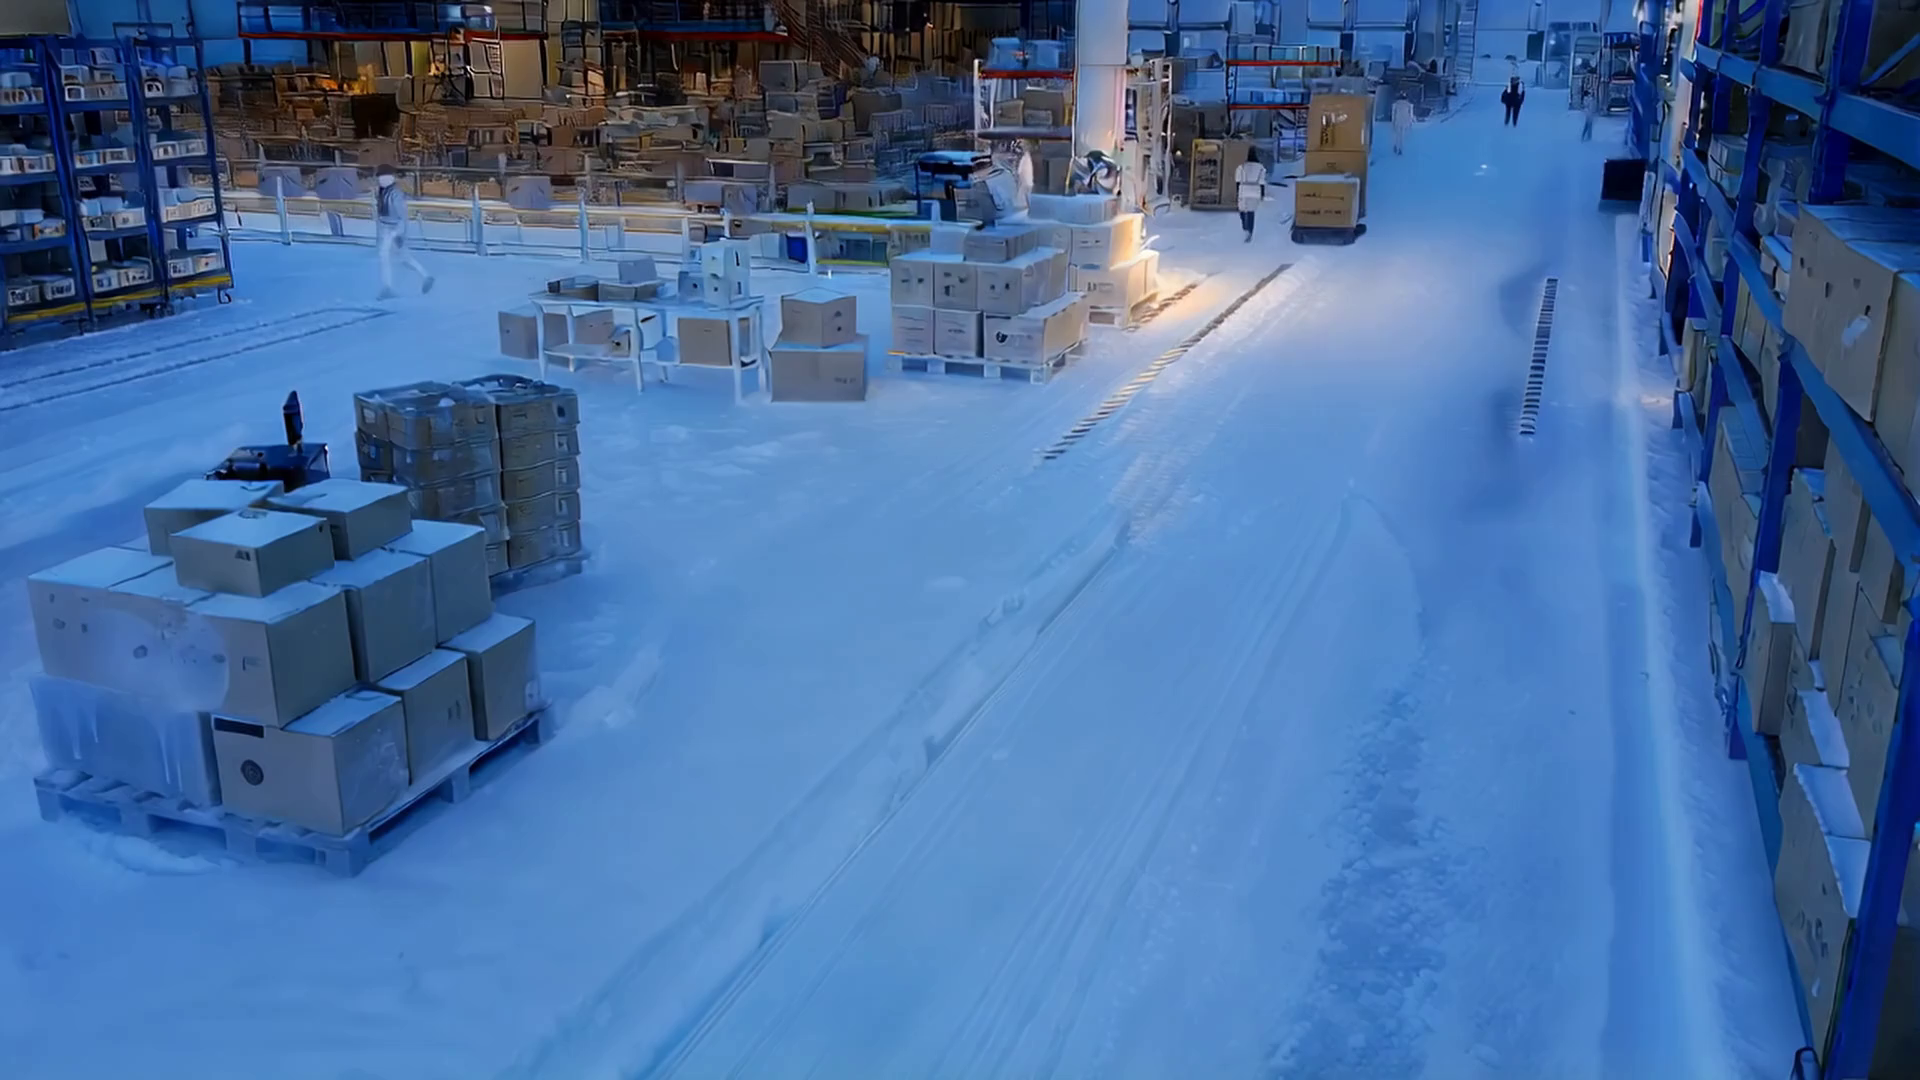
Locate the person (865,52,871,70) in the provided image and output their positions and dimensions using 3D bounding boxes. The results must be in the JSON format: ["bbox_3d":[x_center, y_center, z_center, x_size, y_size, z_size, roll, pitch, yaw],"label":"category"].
[{"bbox_3d":[-4.806,-24.545,86.918,0.401,1.869,0.598,-3,18,-8],"label":"person"}]

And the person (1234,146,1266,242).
[{"bbox_3d":[5.064,-6.003,28.954,0.537,1.675,0.577,-2,18,-7],"label":"person"}]

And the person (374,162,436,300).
[{"bbox_3d":[-7.889,-4.361,23.427,0.600,1.922,0.816,12,21,33],"label":"person"}]

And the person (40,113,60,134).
[{"bbox_3d":[-22.432,-10.101,41.251,0.389,2.045,0.606,6,19,17],"label":"person"}]

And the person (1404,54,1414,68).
[{"bbox_3d":[21.514,-22.272,79.665,0.372,1.940,0.632,-10,20,-28],"label":"person"}]

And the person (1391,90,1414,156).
[{"bbox_3d":[12.393,-11.694,46.636,0.599,1.811,0.629,4,18,12],"label":"person"}]

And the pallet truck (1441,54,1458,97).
[{"bbox_3d":[22.765,-21.886,78.355,0.823,1.965,1.885,-4,18,-14],"label":"pallet truck"}]

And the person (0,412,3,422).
[{"bbox_3d":[-9.746,-2.022,16.239,0.547,1.813,0.590,4,18,12],"label":"person"}]

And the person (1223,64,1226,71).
[{"bbox_3d":[10.656,-18.124,66.692,0.485,1.901,0.600,-5,18,-16],"label":"person"}]

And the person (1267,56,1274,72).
[{"bbox_3d":[17.096,-26.043,91.501,0.449,1.945,0.649,4,18,14],"label":"person"}]

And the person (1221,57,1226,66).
[{"bbox_3d":[12.686,-22.539,80.730,0.643,1.812,0.837,-7,19,-20],"label":"person"}]

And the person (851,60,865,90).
[{"bbox_3d":[-4.343,-19.499,70.942,0.626,1.948,0.751,-9,20,-26],"label":"person"}]

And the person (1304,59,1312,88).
[{"bbox_3d":[18.152,-24.386,86.515,0.659,1.802,0.894,-12,21,-33],"label":"person"}]

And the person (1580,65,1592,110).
[{"bbox_3d":[24.859,-17.926,66.121,0.572,1.876,0.355,-16,24,-41],"label":"person"}]

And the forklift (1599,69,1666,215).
[{"bbox_3d":[13.760,-7.842,32.796,1.873,2.768,1.129,6,19,19],"label":"forklift"}]

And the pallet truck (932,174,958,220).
[{"bbox_3d":[-0.507,-5.292,27.348,0.653,1.274,1.630,6,19,19],"label":"pallet truck"}]

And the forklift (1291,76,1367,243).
[{"bbox_3d":[6.598,-6.755,29.381,1.129,2.768,1.873,6,19,19],"label":"forklift"}]

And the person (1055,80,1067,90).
[{"bbox_3d":[4.048,-17.885,65.916,0.567,1.915,0.592,-9,20,-27],"label":"person"}]

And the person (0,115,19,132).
[{"bbox_3d":[-27.817,-12.329,48.478,0.653,1.904,0.405,-4,18,-13],"label":"person"}]

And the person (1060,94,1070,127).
[{"bbox_3d":[3.103,-12.176,48.446,0.533,1.618,0.345,7,19,20],"label":"person"}]

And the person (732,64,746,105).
[{"bbox_3d":[-9.559,-19.672,71.824,0.621,1.722,0.545,6,18,17],"label":"person"}]

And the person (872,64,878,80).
[{"bbox_3d":[-3.428,-18.502,67.938,0.309,1.864,0.534,2,18,7],"label":"person"}]

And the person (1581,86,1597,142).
[{"bbox_3d":[19.568,-13.172,51.477,0.540,1.677,0.542,9,20,26],"label":"person"}]

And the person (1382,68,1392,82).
[{"bbox_3d":[16.154,-16.958,63.130,0.645,1.847,0.521,-11,21,-31],"label":"person"}]

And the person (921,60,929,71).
[{"bbox_3d":[-1.529,-20.556,74.522,0.663,1.805,0.586,2,18,8],"label":"person"}]

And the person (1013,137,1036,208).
[{"bbox_3d":[1.188,-6.364,29.999,0.433,1.736,0.550,-6,18,-17],"label":"person"}]

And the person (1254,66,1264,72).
[{"bbox_3d":[13.382,-20.478,74.366,0.491,1.726,0.569,-7,19,-22],"label":"person"}]

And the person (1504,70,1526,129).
[{"bbox_3d":[19.125,-15.238,57.397,0.694,2.000,1.031,7,19,22],"label":"person"}]
